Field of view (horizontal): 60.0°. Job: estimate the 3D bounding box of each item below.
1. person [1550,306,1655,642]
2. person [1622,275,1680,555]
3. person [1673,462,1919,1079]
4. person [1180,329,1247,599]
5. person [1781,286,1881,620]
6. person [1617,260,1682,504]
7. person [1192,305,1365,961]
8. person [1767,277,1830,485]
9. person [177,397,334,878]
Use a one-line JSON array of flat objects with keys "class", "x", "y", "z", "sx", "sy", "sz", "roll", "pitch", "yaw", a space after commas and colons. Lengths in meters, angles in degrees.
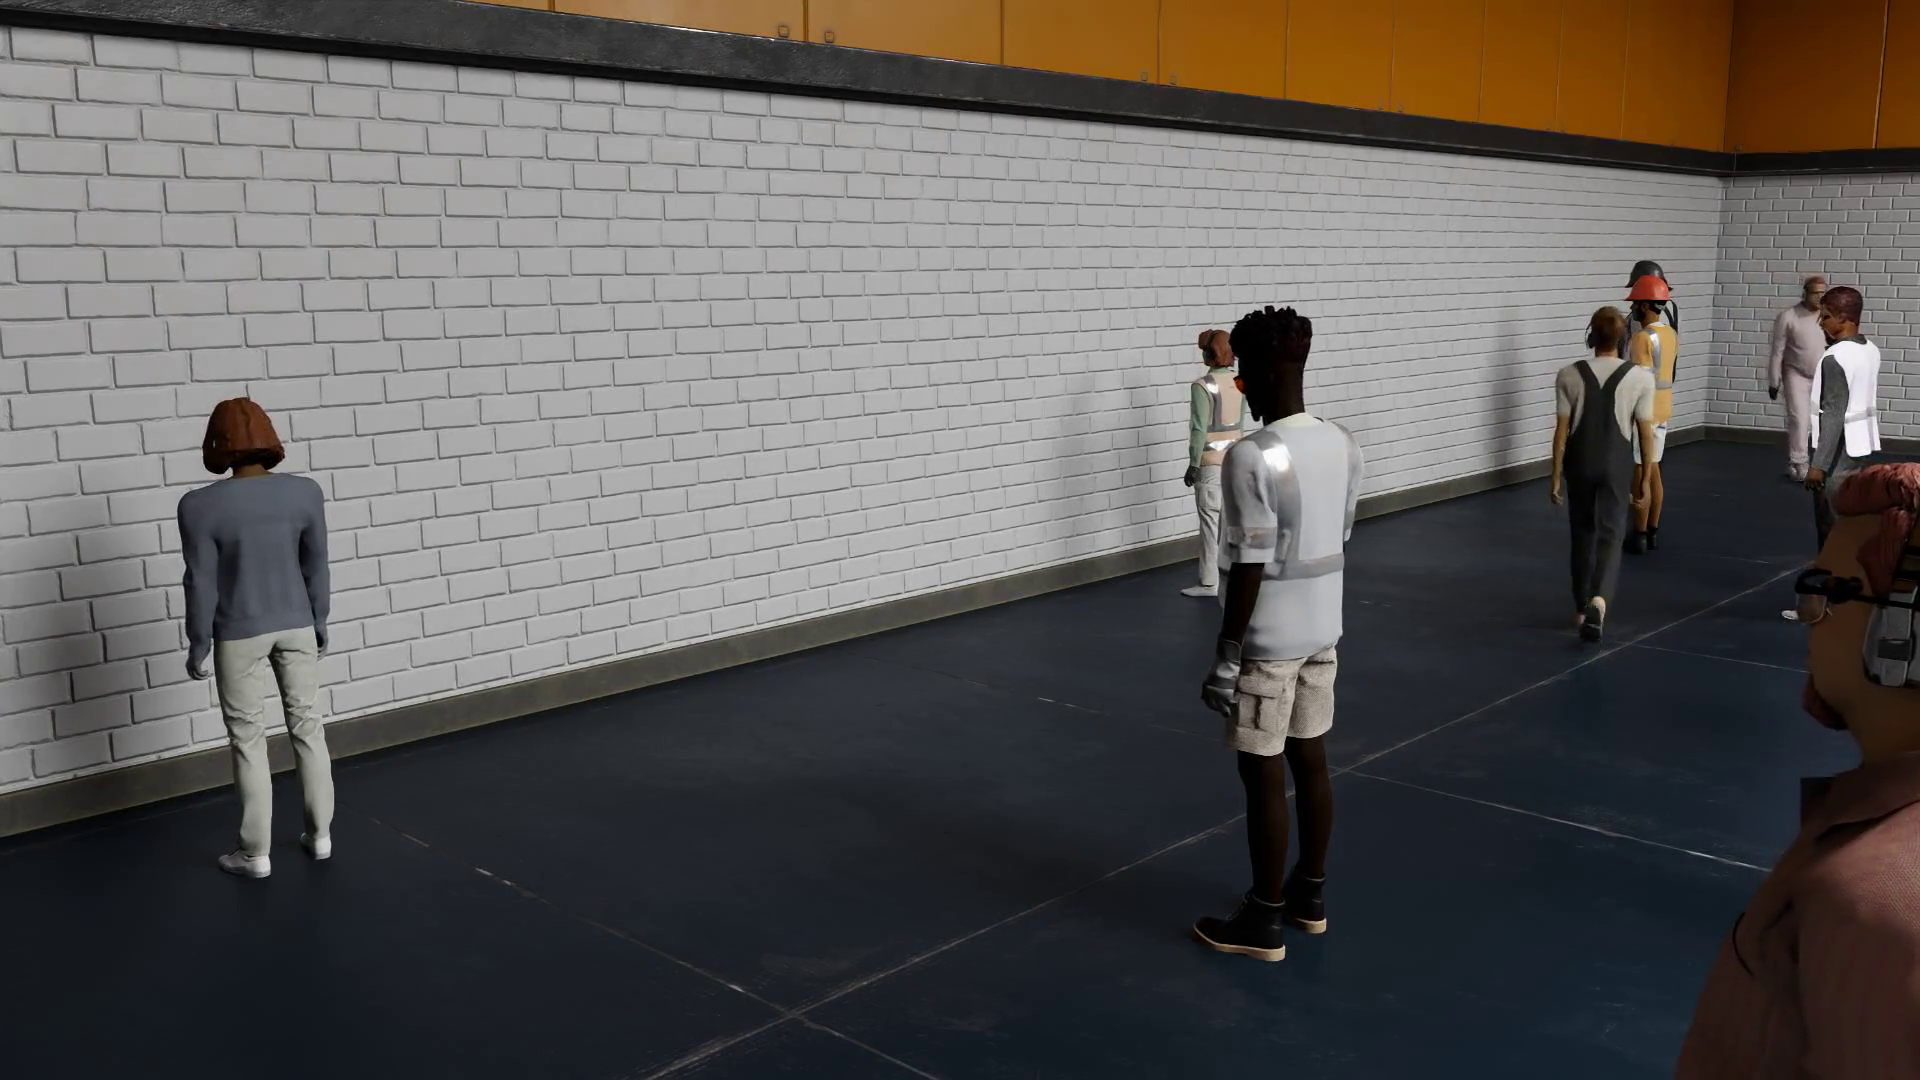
[{"class": "person", "x": 3.475, "y": -0.355, "z": 9.041, "sx": 0.513, "sy": 1.823, "sz": 0.810, "roll": 5, "pitch": 11, "yaw": 26}, {"class": "person", "x": 4.750, "y": -0.863, "z": 11.588, "sx": 0.358, "sy": 1.938, "sz": 0.542, "roll": 9, "pitch": 13, "yaw": 42}, {"class": "person", "x": 0.988, "y": 0.865, "z": 1.840, "sx": 0.409, "sy": 1.909, "sz": 0.639, "roll": 9, "pitch": 13, "yaw": 42}, {"class": "person", "x": 1.563, "y": -0.461, "z": 10.150, "sx": 0.308, "sy": 1.641, "sz": 0.511, "roll": 9, "pitch": 13, "yaw": 42}, {"class": "person", "x": 4.999, "y": -0.478, "z": 9.466, "sx": 0.393, "sy": 1.915, "sz": 0.589, "roll": 9, "pitch": 13, "yaw": 42}, {"class": "person", "x": 5.677, "y": -1.322, "z": 13.908, "sx": 0.537, "sy": 2.000, "sz": 0.678, "roll": 9, "pitch": 13, "yaw": 42}, {"class": "person", "x": 0.949, "y": 0.282, "z": 5.008, "sx": 0.371, "sy": 1.959, "sz": 0.602, "roll": 9, "pitch": 13, "yaw": 42}, {"class": "person", "x": 7.722, "y": -1.430, "z": 15.038, "sx": 0.642, "sy": 1.862, "sz": 0.933, "roll": 0, "pitch": 10, "yaw": -1}, {"class": "person", "x": -2.379, "y": 0.330, "z": 5.661, "sx": 0.288, "sy": 1.633, "sz": 0.497, "roll": 9, "pitch": 13, "yaw": 42}]
